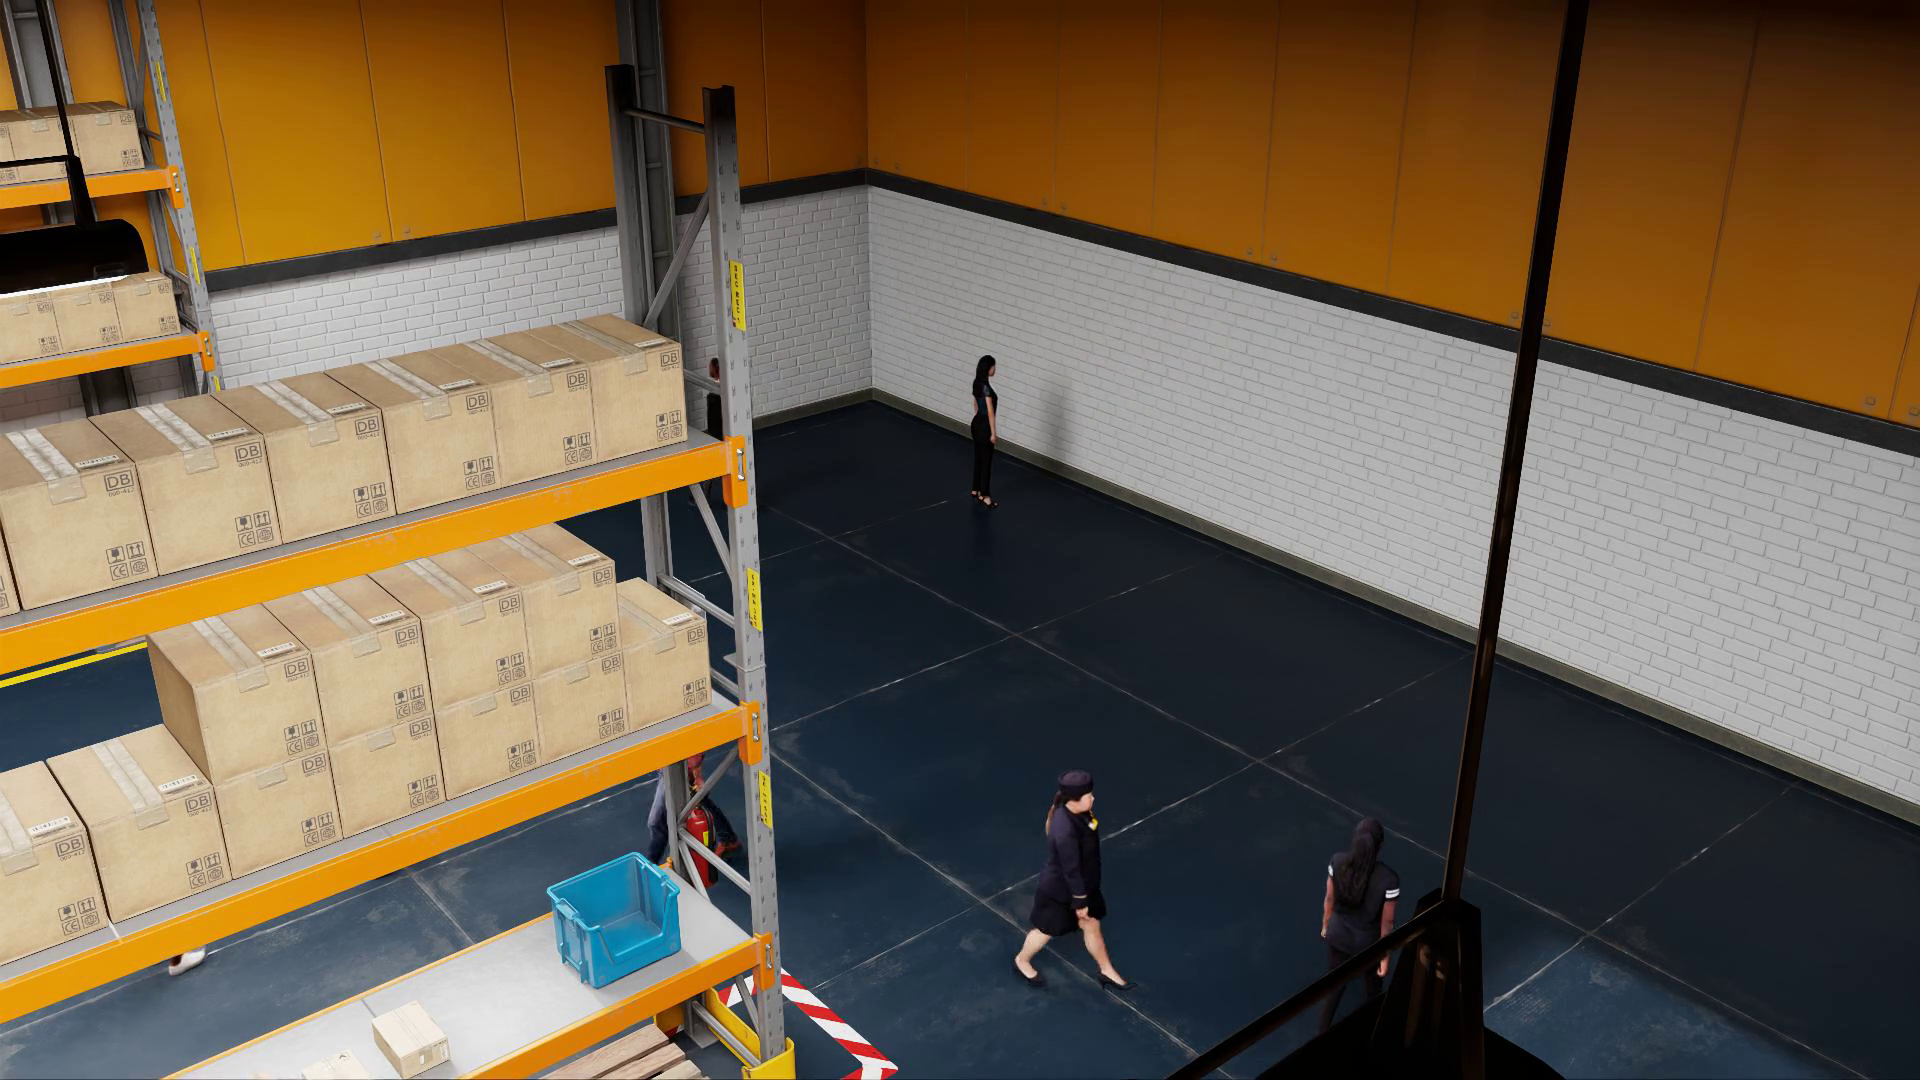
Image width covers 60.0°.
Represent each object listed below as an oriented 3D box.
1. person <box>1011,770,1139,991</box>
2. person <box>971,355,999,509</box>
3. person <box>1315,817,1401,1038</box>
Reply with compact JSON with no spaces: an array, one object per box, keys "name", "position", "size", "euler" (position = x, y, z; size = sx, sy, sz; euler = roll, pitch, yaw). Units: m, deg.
[{"name":"person","position":[0.623,2.233,10.698],"size":[1.142,1.623,1.146],"euler":[6,24,13]},{"name":"person","position":[0.264,-1.210,18.442],"size":[0.580,1.729,0.612],"euler":[-10,26,-22]},{"name":"person","position":[2.358,2.471,10.070],"size":[0.838,1.691,1.158],"euler":[15,28,31]}]
